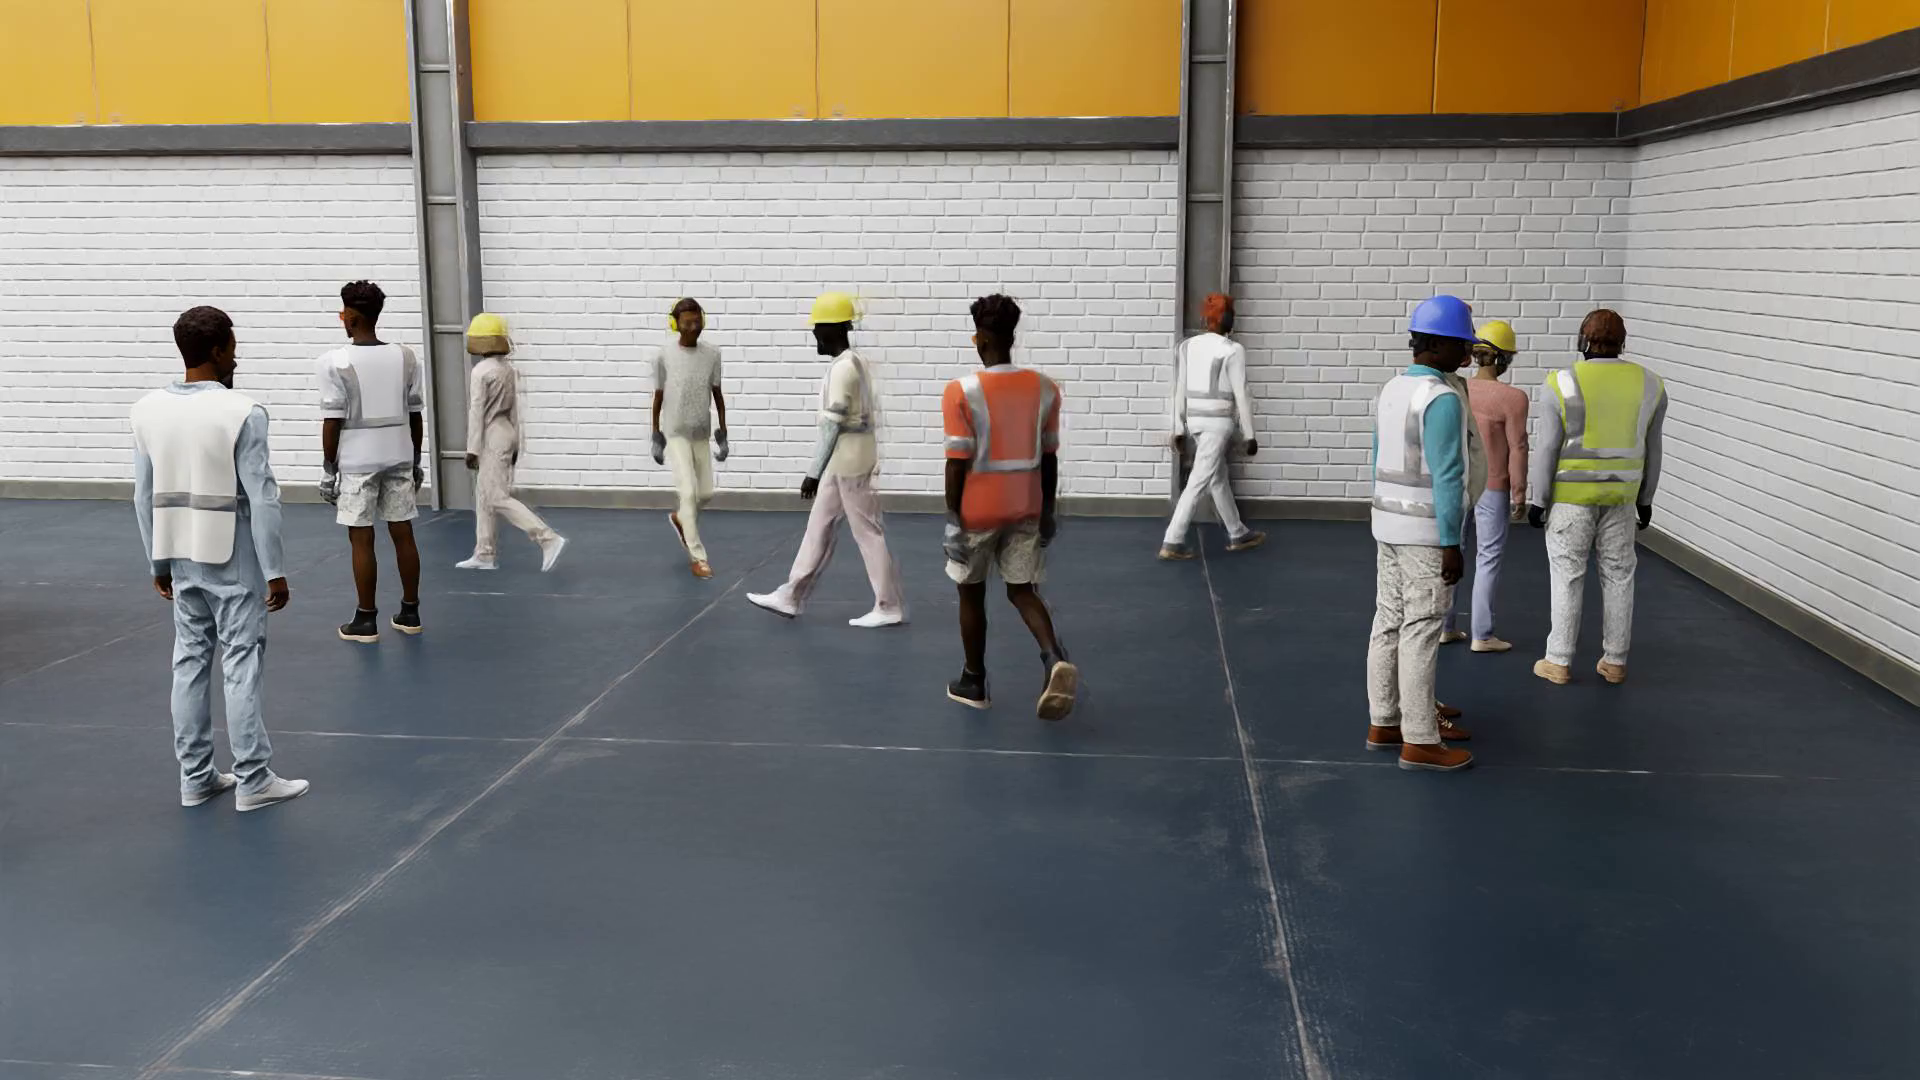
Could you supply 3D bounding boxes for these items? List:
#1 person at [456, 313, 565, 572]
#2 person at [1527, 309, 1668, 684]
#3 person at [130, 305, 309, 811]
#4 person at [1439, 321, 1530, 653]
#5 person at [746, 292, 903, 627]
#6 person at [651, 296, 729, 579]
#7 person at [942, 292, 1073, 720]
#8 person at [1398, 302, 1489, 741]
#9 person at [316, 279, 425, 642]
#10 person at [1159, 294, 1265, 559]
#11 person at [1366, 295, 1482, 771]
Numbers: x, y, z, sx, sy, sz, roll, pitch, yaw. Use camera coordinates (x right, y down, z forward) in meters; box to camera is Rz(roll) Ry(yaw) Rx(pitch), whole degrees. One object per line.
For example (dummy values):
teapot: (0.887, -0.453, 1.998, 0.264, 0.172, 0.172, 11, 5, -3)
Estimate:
person: (-2.984, -0.628, 10.926, 0.756, 1.719, 0.487, 1, 10, 7)
person: (3.099, -0.207, 8.166, 0.636, 1.842, 0.429, 0, 10, -2)
person: (-2.828, 0.079, 6.312, 0.599, 1.917, 0.374, 3, 10, 17)
person: (2.774, -0.277, 8.820, 0.343, 1.755, 0.531, -8, 13, -38)
person: (-0.763, -0.428, 9.321, 0.945, 1.886, 0.591, -1, 10, -5)
person: (-1.814, -0.700, 11.017, 0.514, 1.839, 0.793, -6, 12, -33)
person: (0.206, -0.142, 7.511, 0.613, 1.942, 0.820, -5, 11, -28)
person: (2.104, -0.091, 7.321, 0.407, 1.908, 0.641, 2, 10, 11)
person: (-3.202, -0.428, 9.072, 0.363, 1.966, 0.610, 9, 13, 41)
person: (1.766, -0.782, 11.520, 1.011, 1.831, 0.589, -6, 12, -33)
person: (1.908, -0.030, 6.869, 0.402, 1.940, 0.602, -2, 10, -11)
